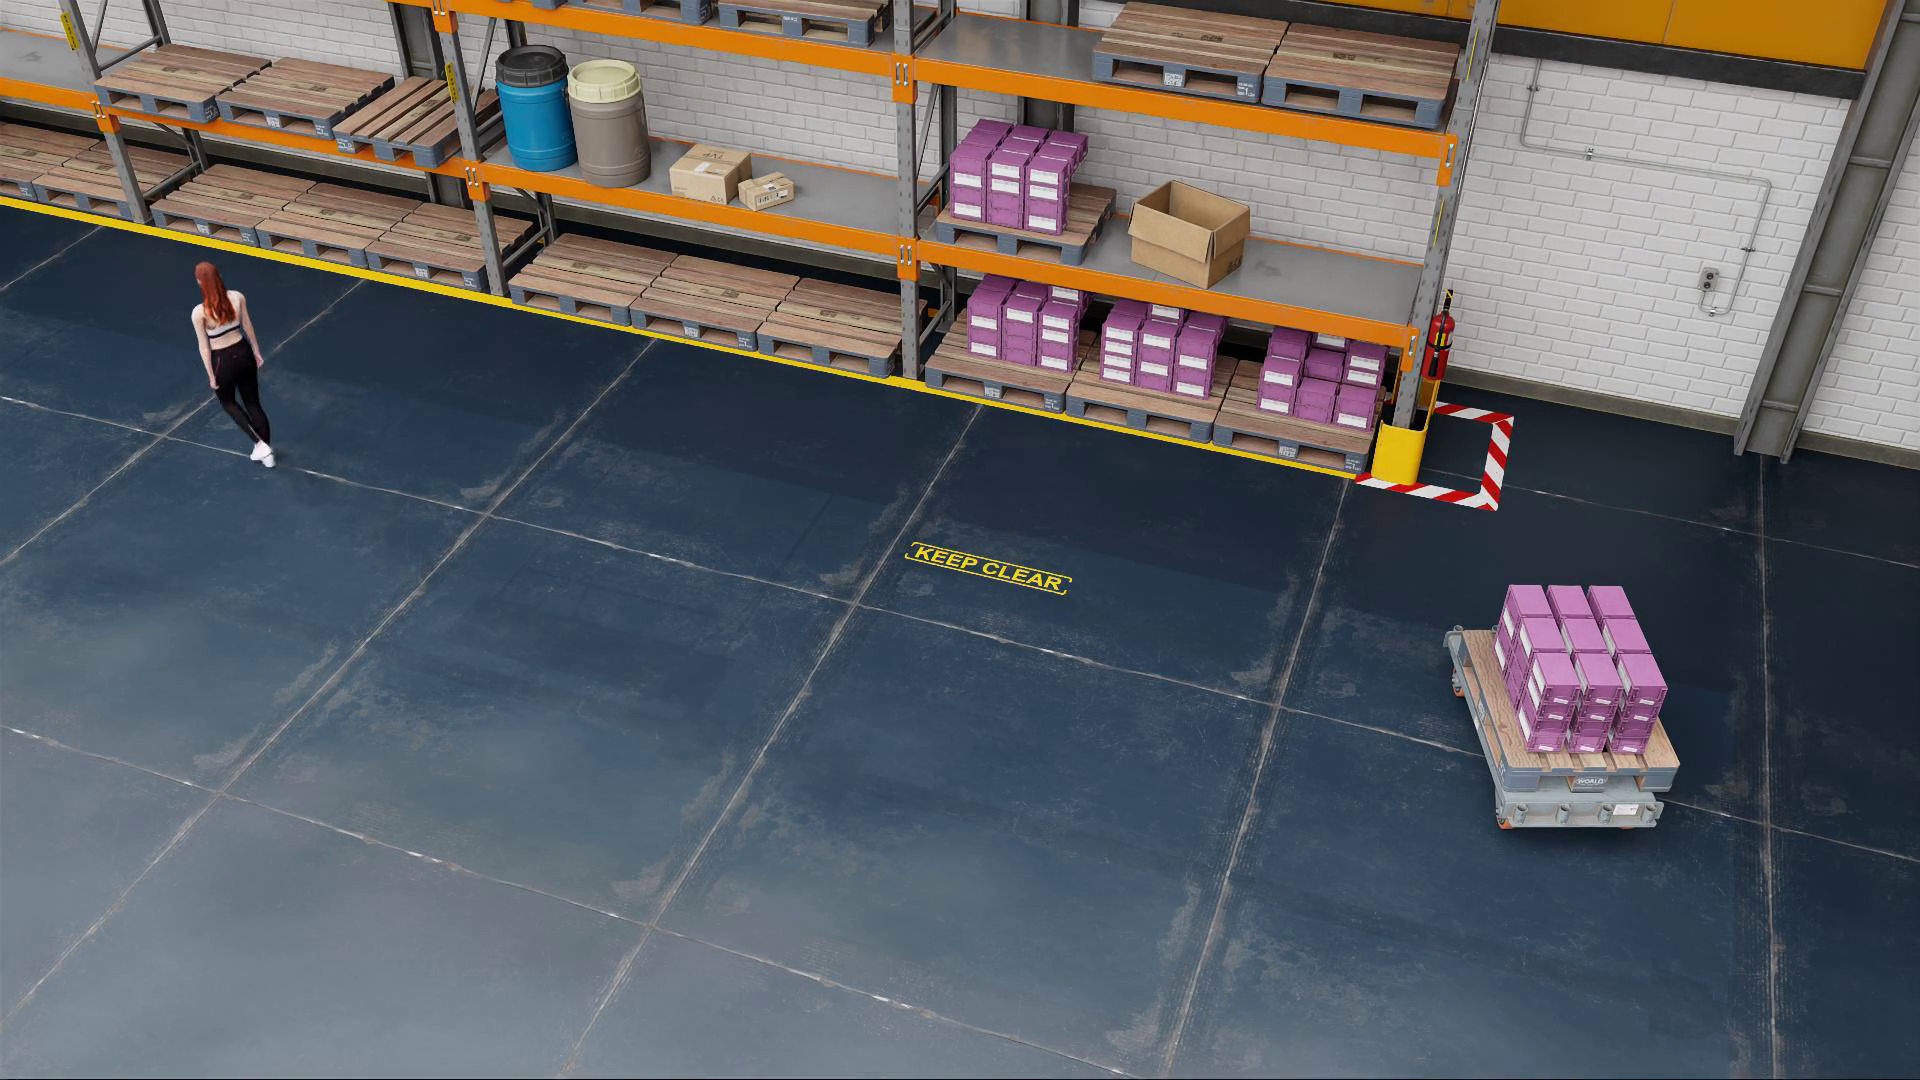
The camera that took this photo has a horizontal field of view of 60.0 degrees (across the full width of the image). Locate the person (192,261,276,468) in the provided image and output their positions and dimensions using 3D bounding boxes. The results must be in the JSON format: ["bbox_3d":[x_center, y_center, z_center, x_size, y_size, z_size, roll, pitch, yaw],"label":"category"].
[{"bbox_3d":[-5.379,-1.264,12.446,0.748,1.731,0.711,29,47,31],"label":"person"}]
